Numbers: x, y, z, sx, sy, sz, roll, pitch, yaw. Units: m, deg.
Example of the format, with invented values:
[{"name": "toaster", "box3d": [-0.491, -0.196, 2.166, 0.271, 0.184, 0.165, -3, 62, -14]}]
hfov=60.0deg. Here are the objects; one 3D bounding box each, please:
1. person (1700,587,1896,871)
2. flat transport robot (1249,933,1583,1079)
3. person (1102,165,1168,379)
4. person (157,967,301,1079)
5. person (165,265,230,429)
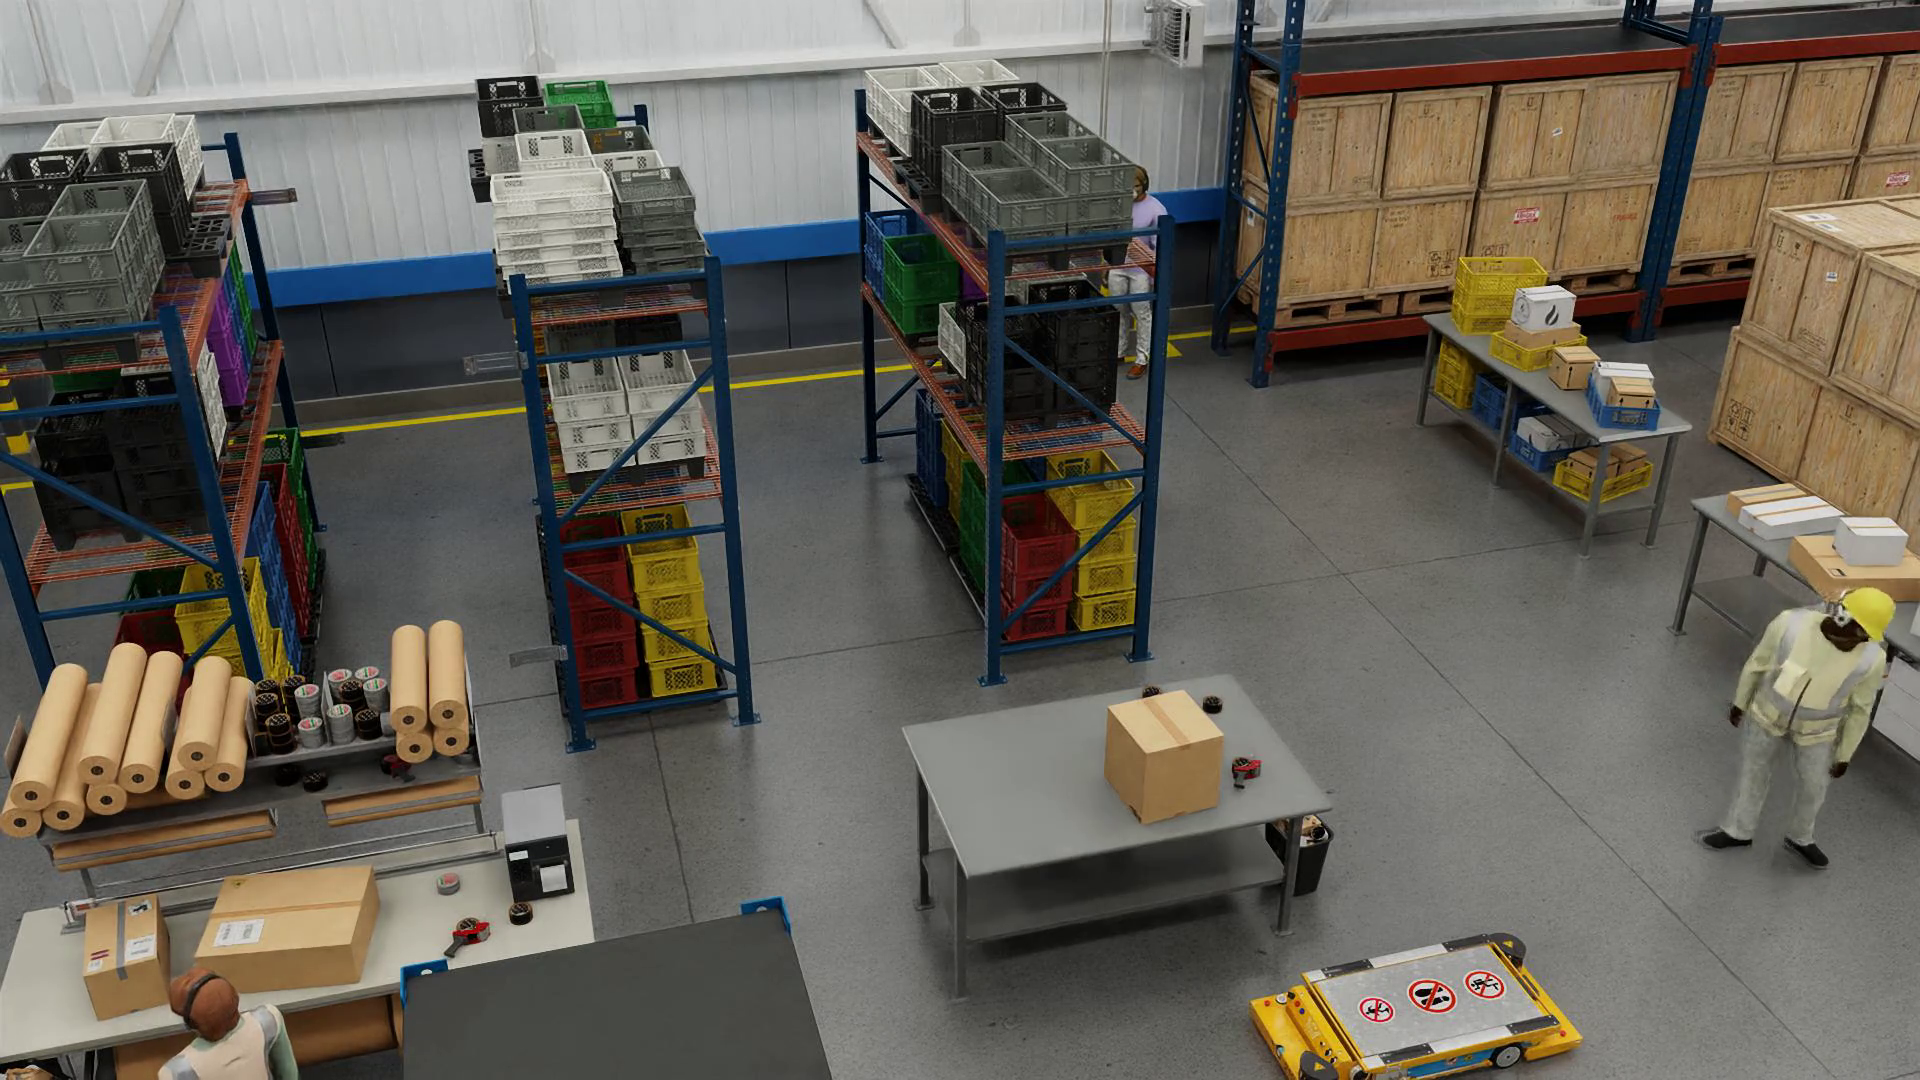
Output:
[{"name": "person", "box3d": [4.426, 0.983, 8.802, 0.660, 1.778, 0.406, 19, 34, 30]}, {"name": "flat transport robot", "box3d": [2.184, 2.282, 7.980, 1.431, 0.197, 0.652, -8, 30, -14]}, {"name": "person", "box3d": [1.536, -2.394, 14.782, 0.625, 1.933, 0.374, 22, 35, 34]}, {"name": "person", "box3d": [-2.785, 2.321, 6.491, 0.307, 1.645, 0.520, 20, 34, 31]}, {"name": "person", "box3d": [-5.878, -1.184, 12.639, 0.600, 1.869, 0.457, 19, 34, 30]}]
